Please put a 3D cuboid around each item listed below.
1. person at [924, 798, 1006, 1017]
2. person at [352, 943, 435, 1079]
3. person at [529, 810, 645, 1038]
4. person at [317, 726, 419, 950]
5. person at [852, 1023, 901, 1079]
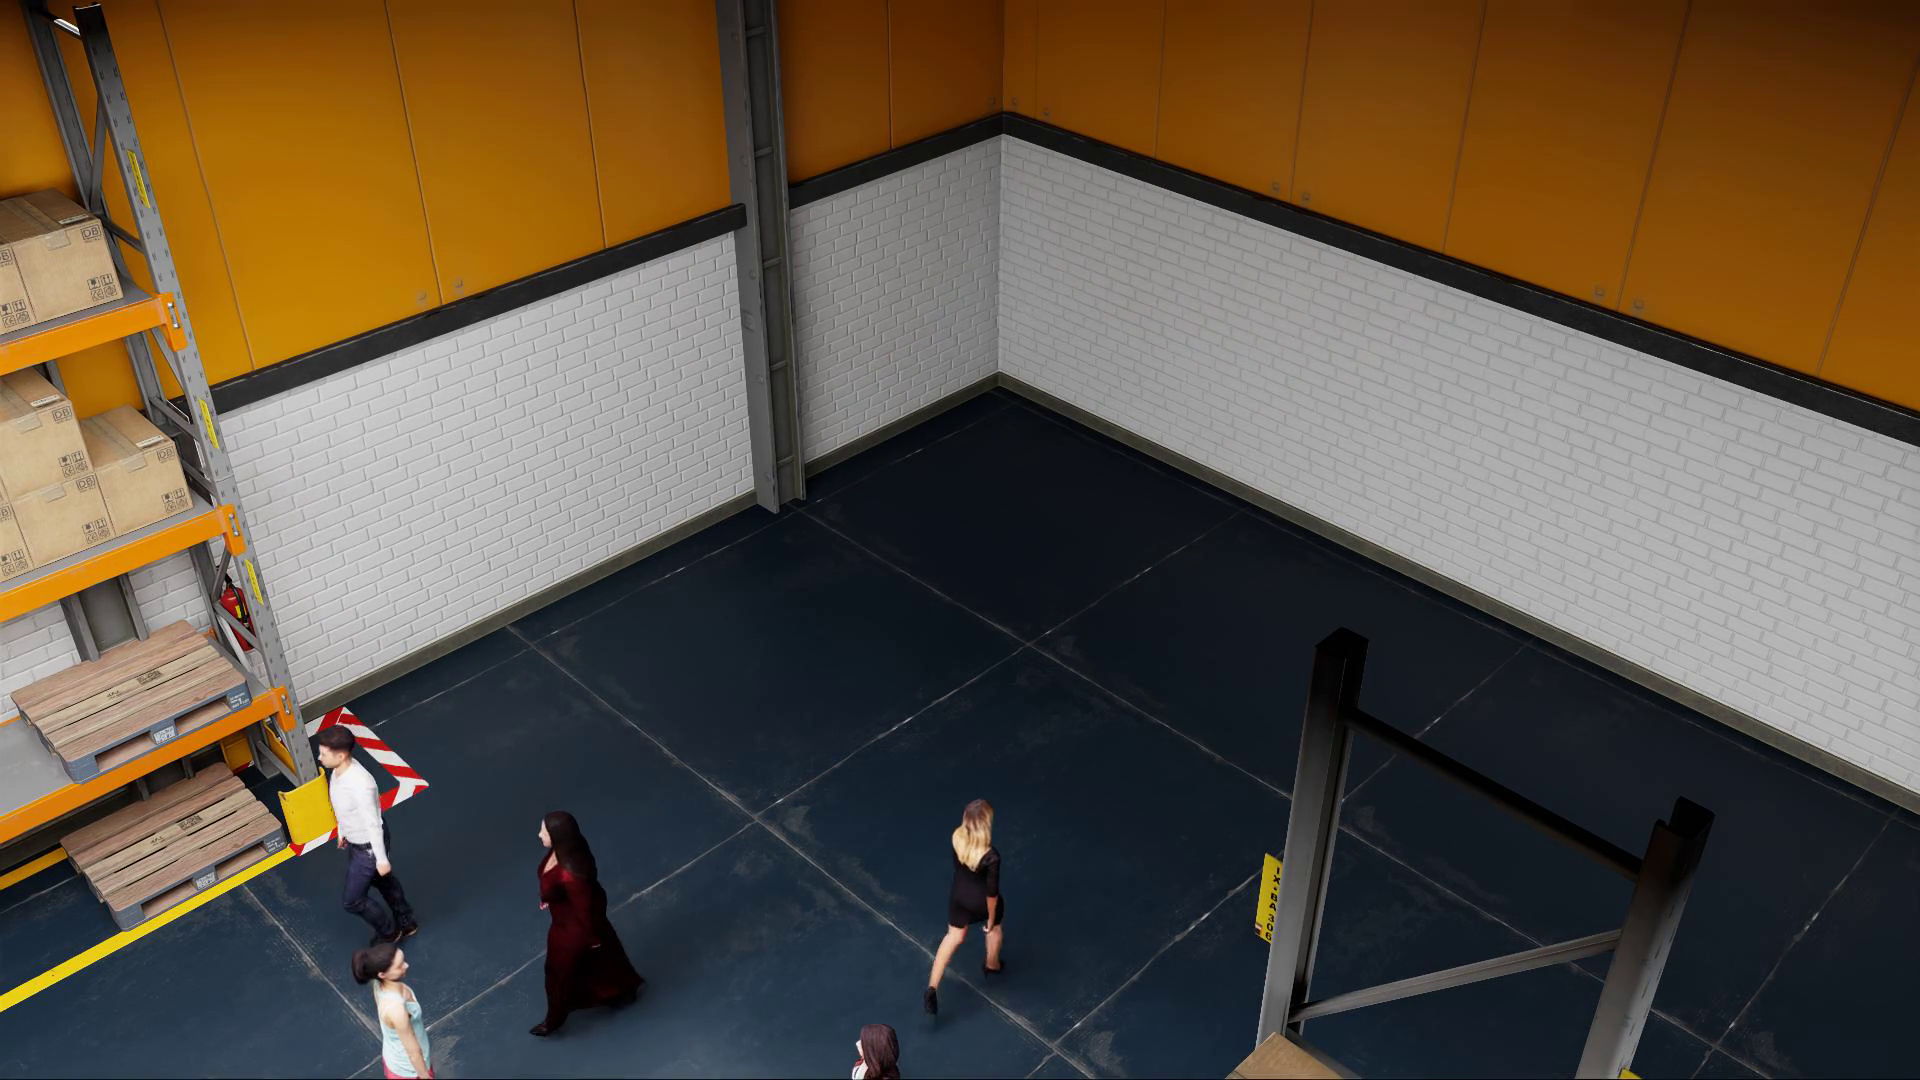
[{"bbox_3d":[0.032,2.327,10.498,0.632,1.647,1.038,24,40,31],"label":"person"},{"bbox_3d":[-3.124,2.948,9.459,0.614,1.763,0.635,-19,38,-26],"label":"person"},{"bbox_3d":[-2.281,2.345,10.399,1.107,1.727,0.958,-8,34,-12],"label":"person"},{"bbox_3d":[-3.792,1.938,10.898,0.716,1.853,0.696,-20,39,-28],"label":"person"},{"bbox_3d":[-0.447,3.233,9.165,0.719,1.613,0.661,0,34,0],"label":"person"}]
